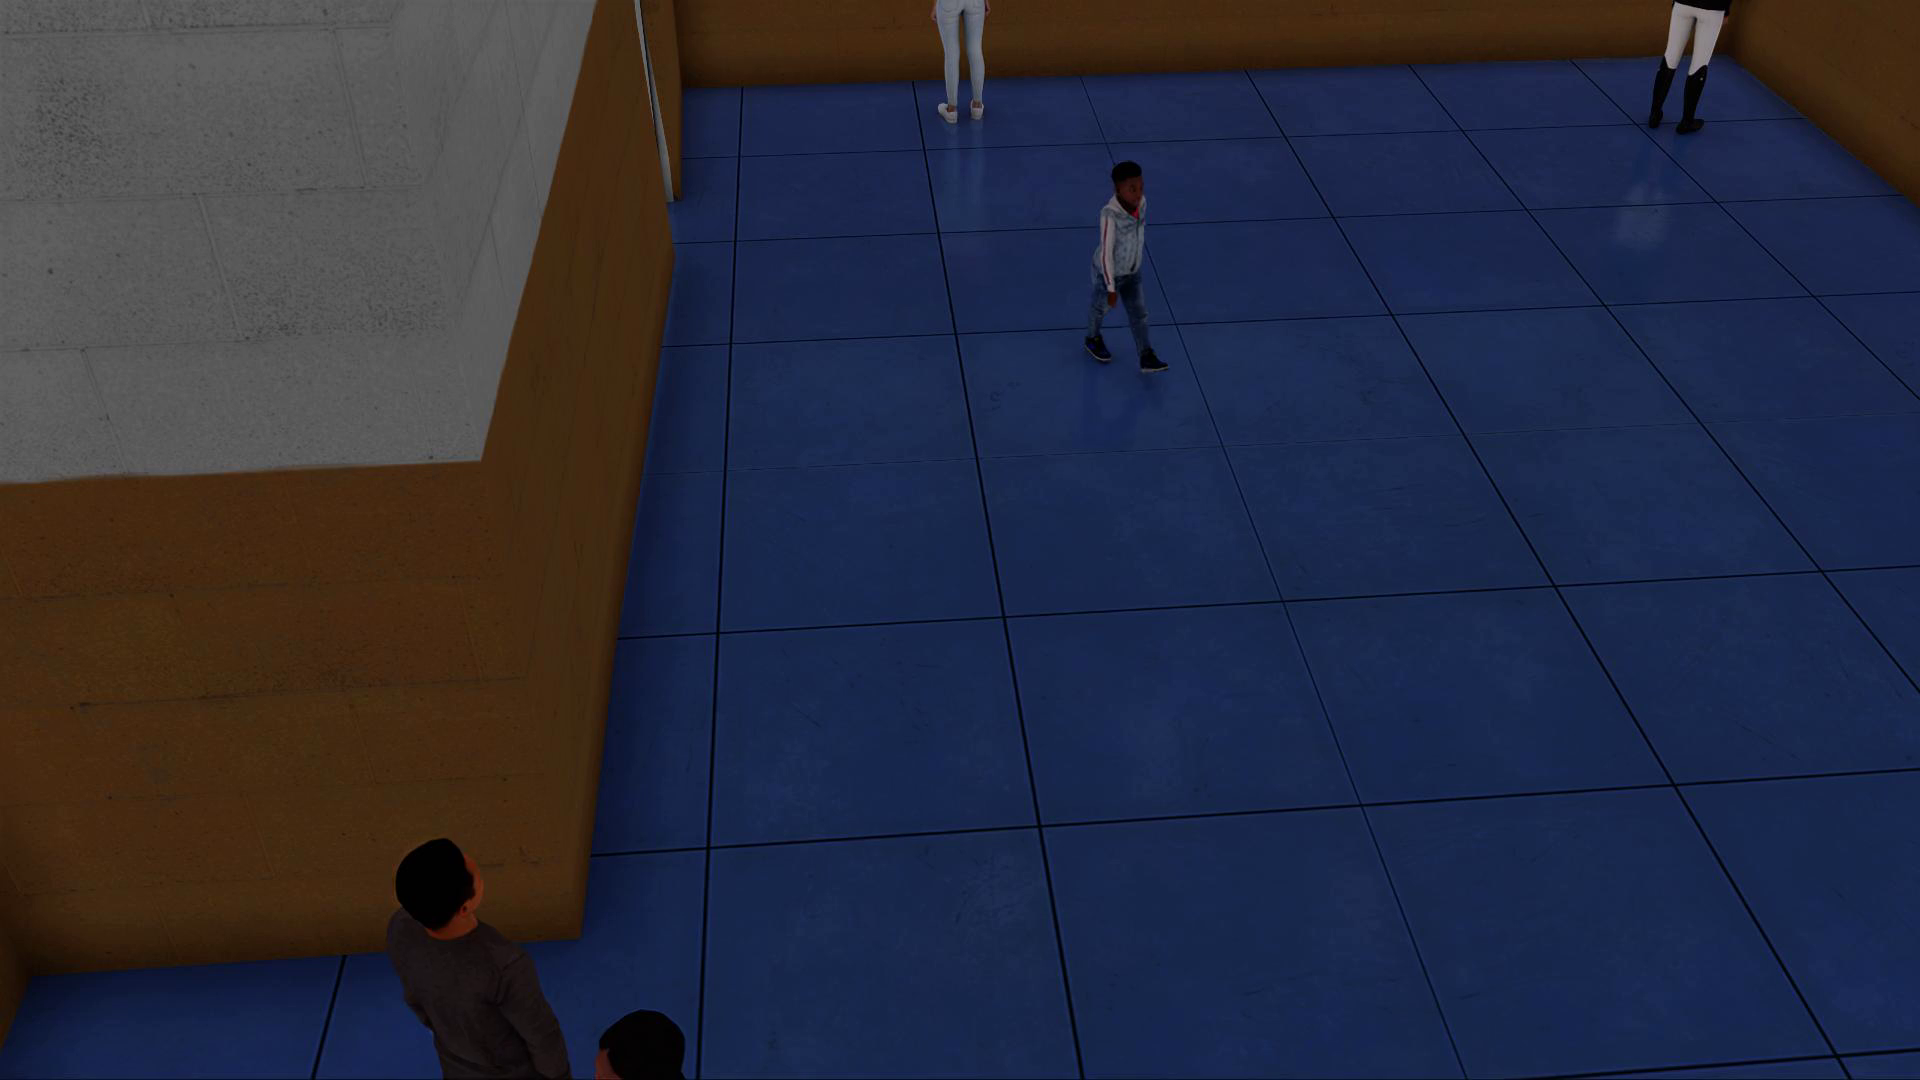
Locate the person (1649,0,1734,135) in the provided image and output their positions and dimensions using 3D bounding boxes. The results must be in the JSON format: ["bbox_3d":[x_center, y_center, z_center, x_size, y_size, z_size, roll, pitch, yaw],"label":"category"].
[{"bbox_3d":[5.259,-3.766,11.840,0.665,1.728,0.723,28,45,32],"label":"person"}]

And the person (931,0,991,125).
[{"bbox_3d":[0.003,-3.888,12.000,0.517,1.749,0.685,-9,38,-11],"label":"person"}]

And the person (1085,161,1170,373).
[{"bbox_3d":[0.850,-1.549,9.315,0.840,1.231,0.783,-21,42,-26],"label":"person"}]

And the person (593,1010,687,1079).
[{"bbox_3d":[-0.775,1.834,4.381,0.666,1.743,0.716,29,46,33],"label":"person"}]

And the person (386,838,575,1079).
[{"bbox_3d":[-1.355,1.505,4.799,0.649,1.768,0.781,-12,38,-15],"label":"person"}]
